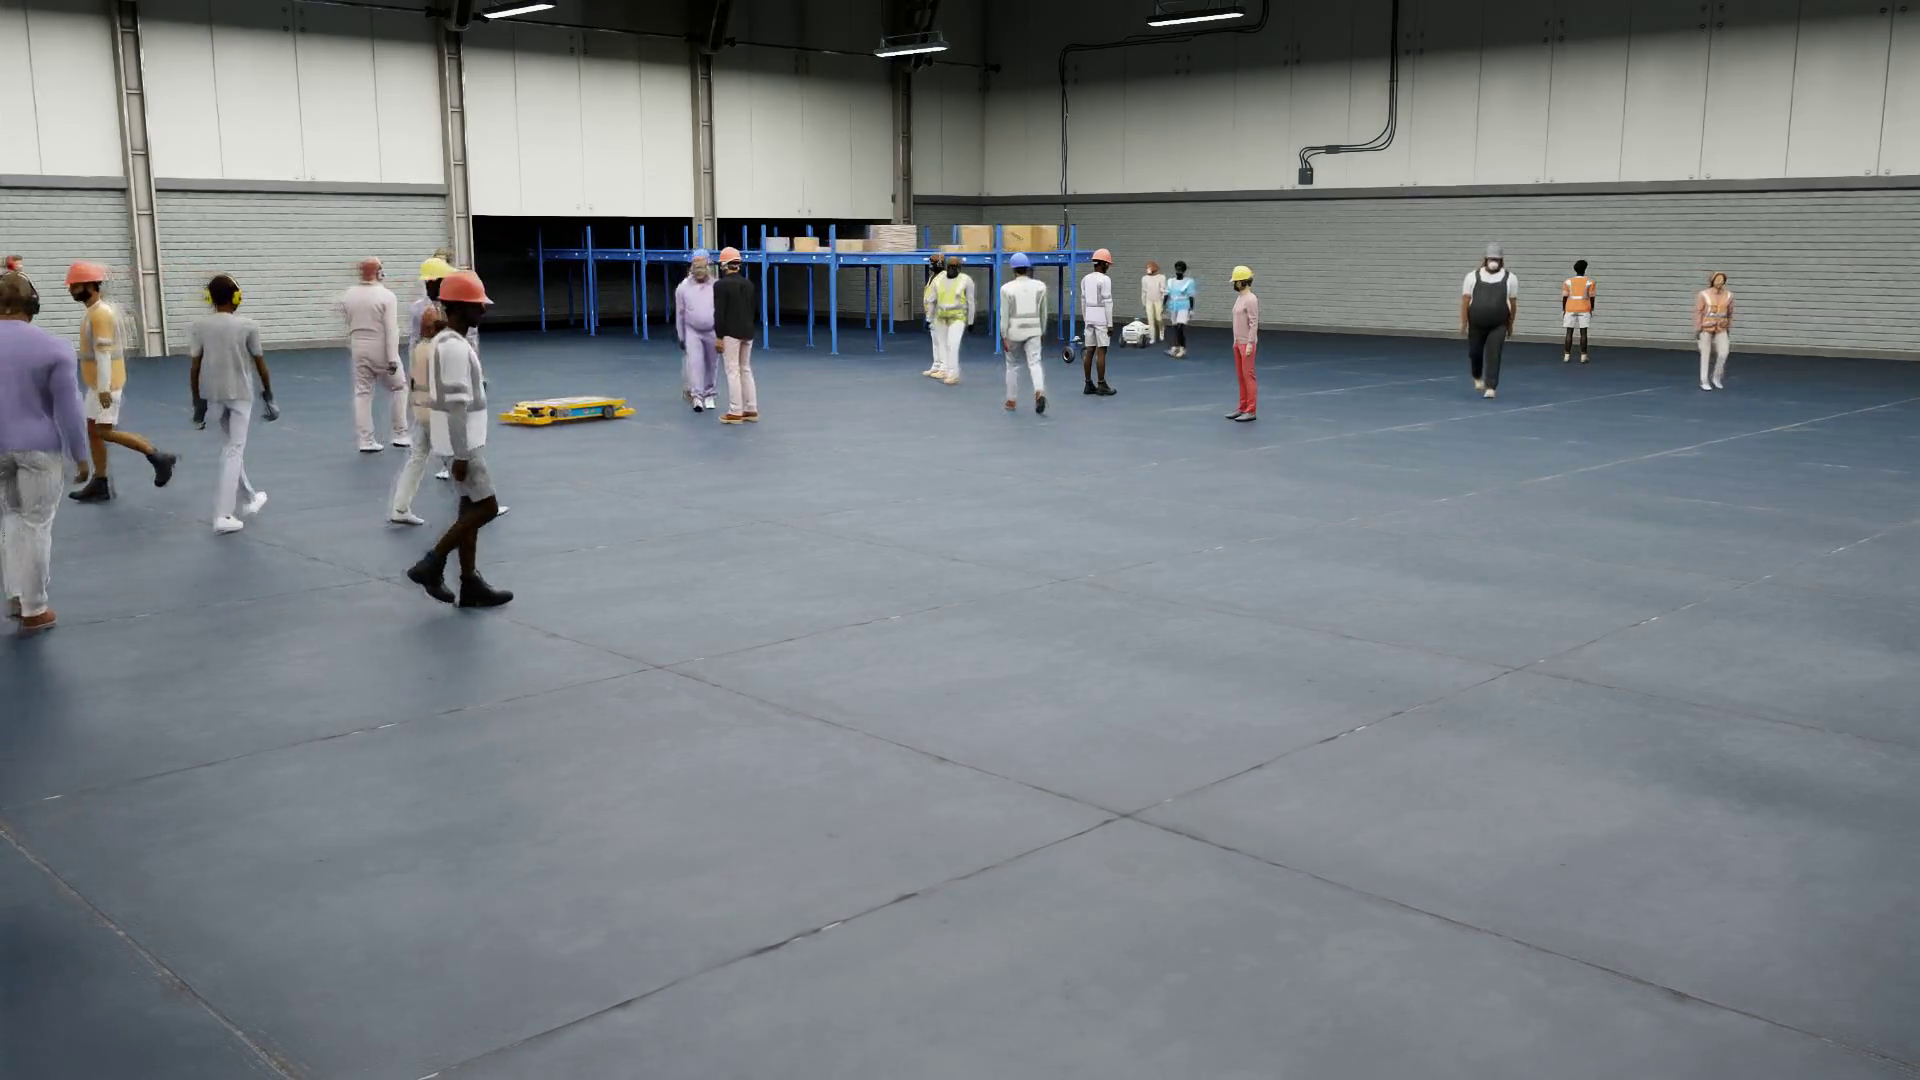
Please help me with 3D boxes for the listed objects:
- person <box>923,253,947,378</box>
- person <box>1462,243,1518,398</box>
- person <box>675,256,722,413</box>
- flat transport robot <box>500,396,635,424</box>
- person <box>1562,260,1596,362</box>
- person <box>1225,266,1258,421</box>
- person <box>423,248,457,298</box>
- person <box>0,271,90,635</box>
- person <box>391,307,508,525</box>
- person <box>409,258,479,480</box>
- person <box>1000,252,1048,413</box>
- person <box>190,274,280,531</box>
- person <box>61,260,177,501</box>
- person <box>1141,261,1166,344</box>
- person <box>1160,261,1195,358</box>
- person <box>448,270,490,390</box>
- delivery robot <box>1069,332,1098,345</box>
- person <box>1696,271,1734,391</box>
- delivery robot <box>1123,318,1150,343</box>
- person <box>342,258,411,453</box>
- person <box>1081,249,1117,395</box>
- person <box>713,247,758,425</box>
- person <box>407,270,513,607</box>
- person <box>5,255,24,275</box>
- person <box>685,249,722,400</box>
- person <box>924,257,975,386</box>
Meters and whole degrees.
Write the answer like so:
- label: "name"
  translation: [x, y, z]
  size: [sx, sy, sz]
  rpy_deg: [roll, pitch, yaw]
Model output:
- label: "person"
  translation: [-0.331, -3.352, 24.848]
  size: [0.429, 1.845, 0.621]
  rpy_deg: [-4, 11, -19]
- label: "person"
  translation: [7.002, -2.910, 22.013]
  size: [0.690, 2.000, 0.825]
  rpy_deg: [4, 11, 21]
- label: "person"
  translation: [-3.088, -2.481, 20.060]
  size: [0.656, 1.856, 0.987]
  rpy_deg: [-2, 11, -11]
- label: "flat transport robot"
  translation: [-4.523, -1.512, 19.219]
  size: [0.652, 0.197, 1.431]
  rpy_deg: [8, 13, 39]
- label: "person"
  translation: [10.352, -3.832, 27.854]
  size: [0.540, 1.697, 0.318]
  rpy_deg: [5, 11, 25]
- label: "person"
  translation: [3.233, -2.248, 19.053]
  size: [0.328, 1.761, 0.533]
  rpy_deg: [-2, 11, -9]
- label: "person"
  translation: [-7.471, -3.242, 24.046]
  size: [0.662, 1.910, 0.832]
  rpy_deg: [0, 10, 0]
- label: "person"
  translation: [-4.998, -0.471, 8.931]
  size: [0.655, 1.917, 0.582]
  rpy_deg: [-1, 10, -3]
- label: "person"
  translation: [-3.821, -0.909, 12.212]
  size: [0.851, 1.594, 0.513]
  rpy_deg: [-9, 14, -40]
- label: "person"
  translation: [-4.482, -1.477, 14.432]
  size: [0.608, 1.909, 0.437]
  rpy_deg: [2, 11, 10]
- label: "person"
  translation: [0.784, -2.483, 19.929]
  size: [0.615, 1.917, 0.898]
  rpy_deg: [-2, 11, -12]
- label: "person"
  translation: [-5.283, -1.018, 12.162]
  size: [0.505, 1.819, 0.972]
  rpy_deg: [1, 10, 3]
- label: "person"
  translation: [-6.800, -1.279, 13.344]
  size: [0.713, 1.915, 0.558]
  rpy_deg: [-8, 13, -36]
- label: "person"
  translation: [3.818, -4.659, 32.636]
  size: [0.511, 1.612, 0.412]
  rpy_deg: [4, 11, 22]
- label: "person"
  translation: [3.717, -3.950, 28.594]
  size: [0.543, 1.651, 0.885]
  rpy_deg: [9, 13, 39]
- label: "person"
  translation: [-6.518, -2.675, 21.288]
  size: [0.872, 1.802, 0.599]
  rpy_deg: [-4, 11, -22]
- label: "delivery robot"
  translation: [2.120, -3.380, 27.667]
  size: [0.335, 0.223, 0.698]
  rpy_deg: [-8, 13, -38]
- label: "person"
  translation: [10.293, -2.852, 22.708]
  size: [0.528, 1.624, 0.420]
  rpy_deg: [1, 10, 5]
- label: "delivery robot"
  translation: [3.355, -3.974, 31.601]
  size: [0.477, 0.478, 0.707]
  rpy_deg: [5, 11, 24]
- label: "person"
  translation: [-5.704, -1.822, 16.377]
  size: [0.653, 1.881, 0.732]
  rpy_deg: [3, 11, 16]
- label: "person"
  translation: [1.861, -2.911, 22.212]
  size: [0.373, 1.928, 0.543]
  rpy_deg: [-8, 13, -37]
- label: "person"
  translation: [-2.567, -2.324, 18.910]
  size: [0.467, 1.977, 0.620]
  rpy_deg: [8, 13, 36]
- label: "person"
  translation: [-2.840, -0.558, 9.414]
  size: [0.476, 1.922, 0.543]
  rpy_deg: [-4, 11, -21]
- label: "person"
  translation: [-13.705, -3.211, 24.098]
  size: [0.458, 1.829, 0.603]
  rpy_deg: [-2, 11, -12]
- label: "person"
  translation: [-3.289, -2.777, 21.478]
  size: [0.642, 1.923, 0.633]
  rpy_deg: [-2, 11, -11]
- label: "person"
  translation: [-0.182, -3.081, 23.474]
  size: [0.654, 1.794, 0.905]
  rpy_deg: [6, 12, 30]
